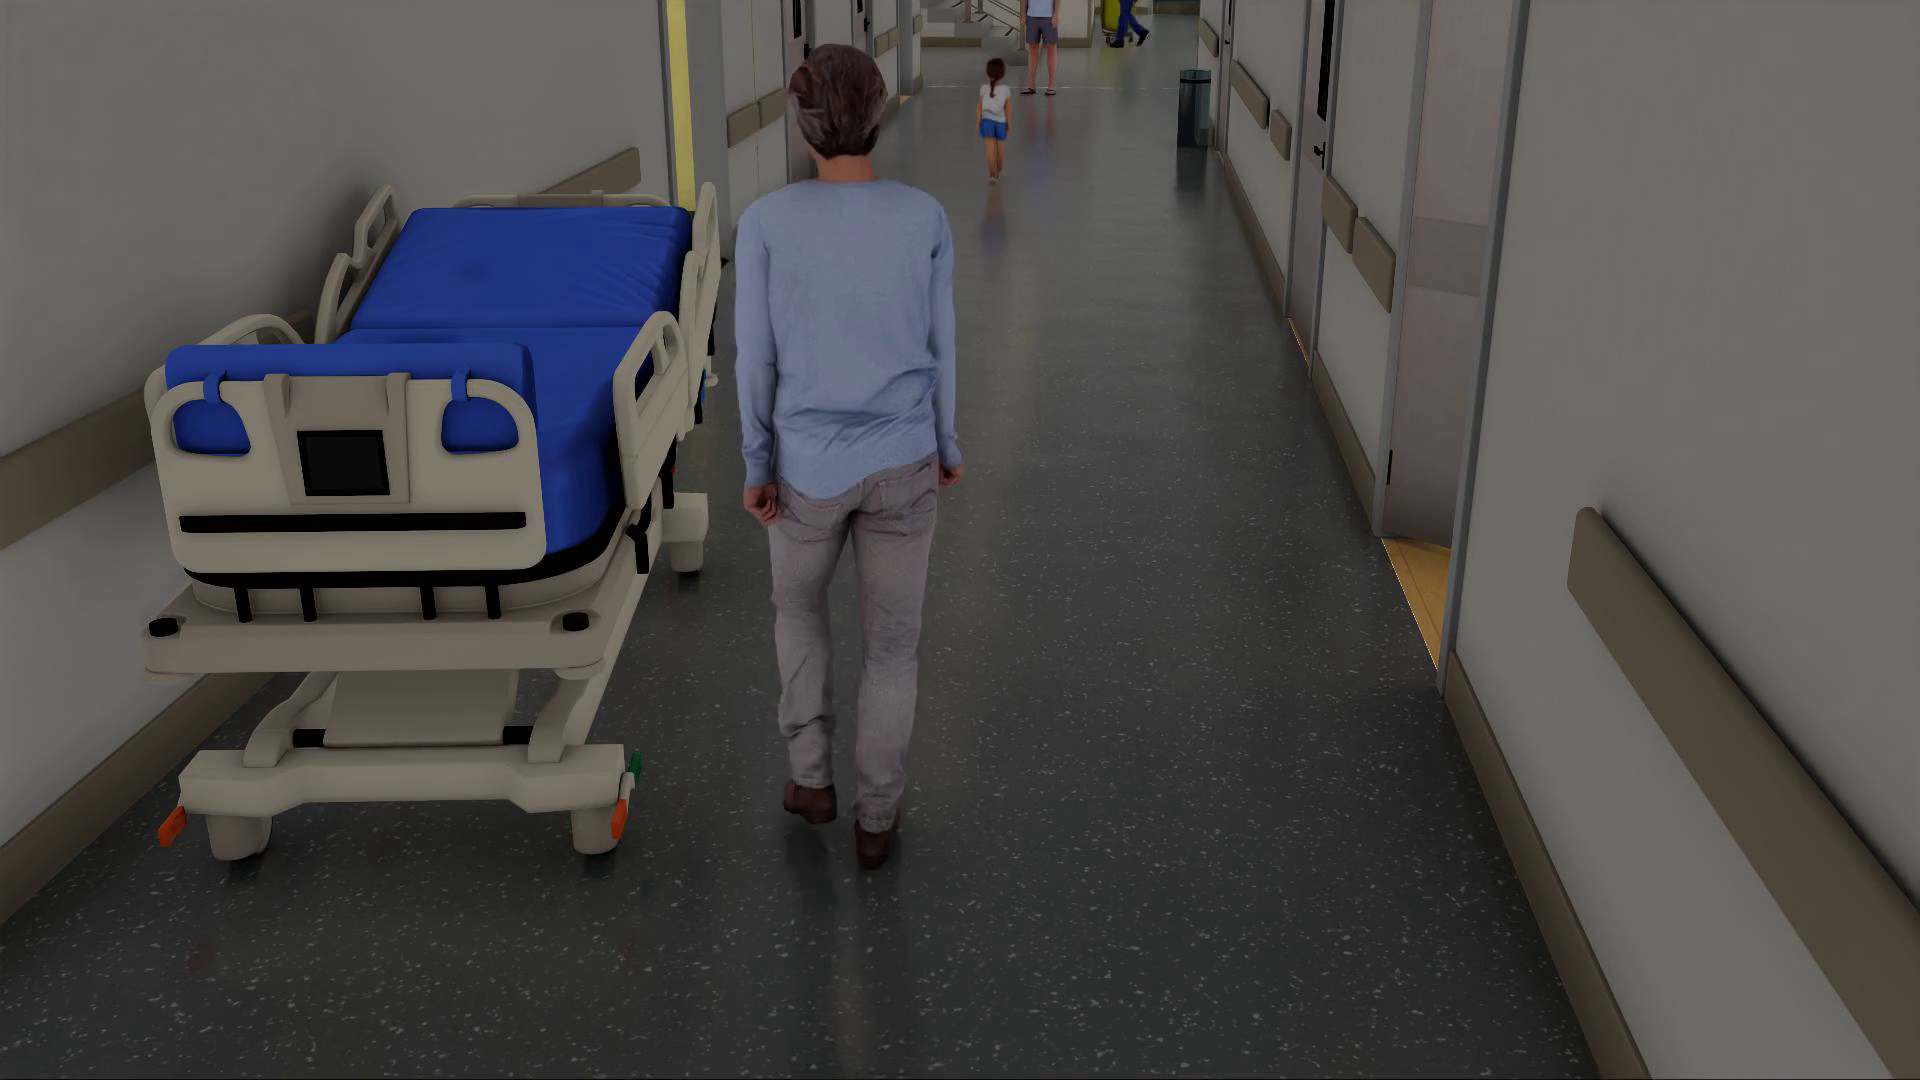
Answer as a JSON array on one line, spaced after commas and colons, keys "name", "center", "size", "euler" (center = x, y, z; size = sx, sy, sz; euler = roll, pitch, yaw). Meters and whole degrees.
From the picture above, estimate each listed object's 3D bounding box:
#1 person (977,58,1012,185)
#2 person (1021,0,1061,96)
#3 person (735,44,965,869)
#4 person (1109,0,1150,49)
[{"name": "person", "center": [0.279, -3.442, 13.738], "size": [0.635, 0.998, 0.525], "euler": [0, 21, -1]}, {"name": "person", "center": [1.022, -6.458, 20.523], "size": [0.610, 1.833, 0.772], "euler": [9, 22, 21]}, {"name": "person", "center": [-0.231, -0.114, 3.712], "size": [0.612, 1.877, 0.768], "euler": [-1, 21, -3]}, {"name": "person", "center": [2.824, -9.030, 27.382], "size": [1.223, 1.783, 1.118], "euler": [-15, 25, -34]}]
